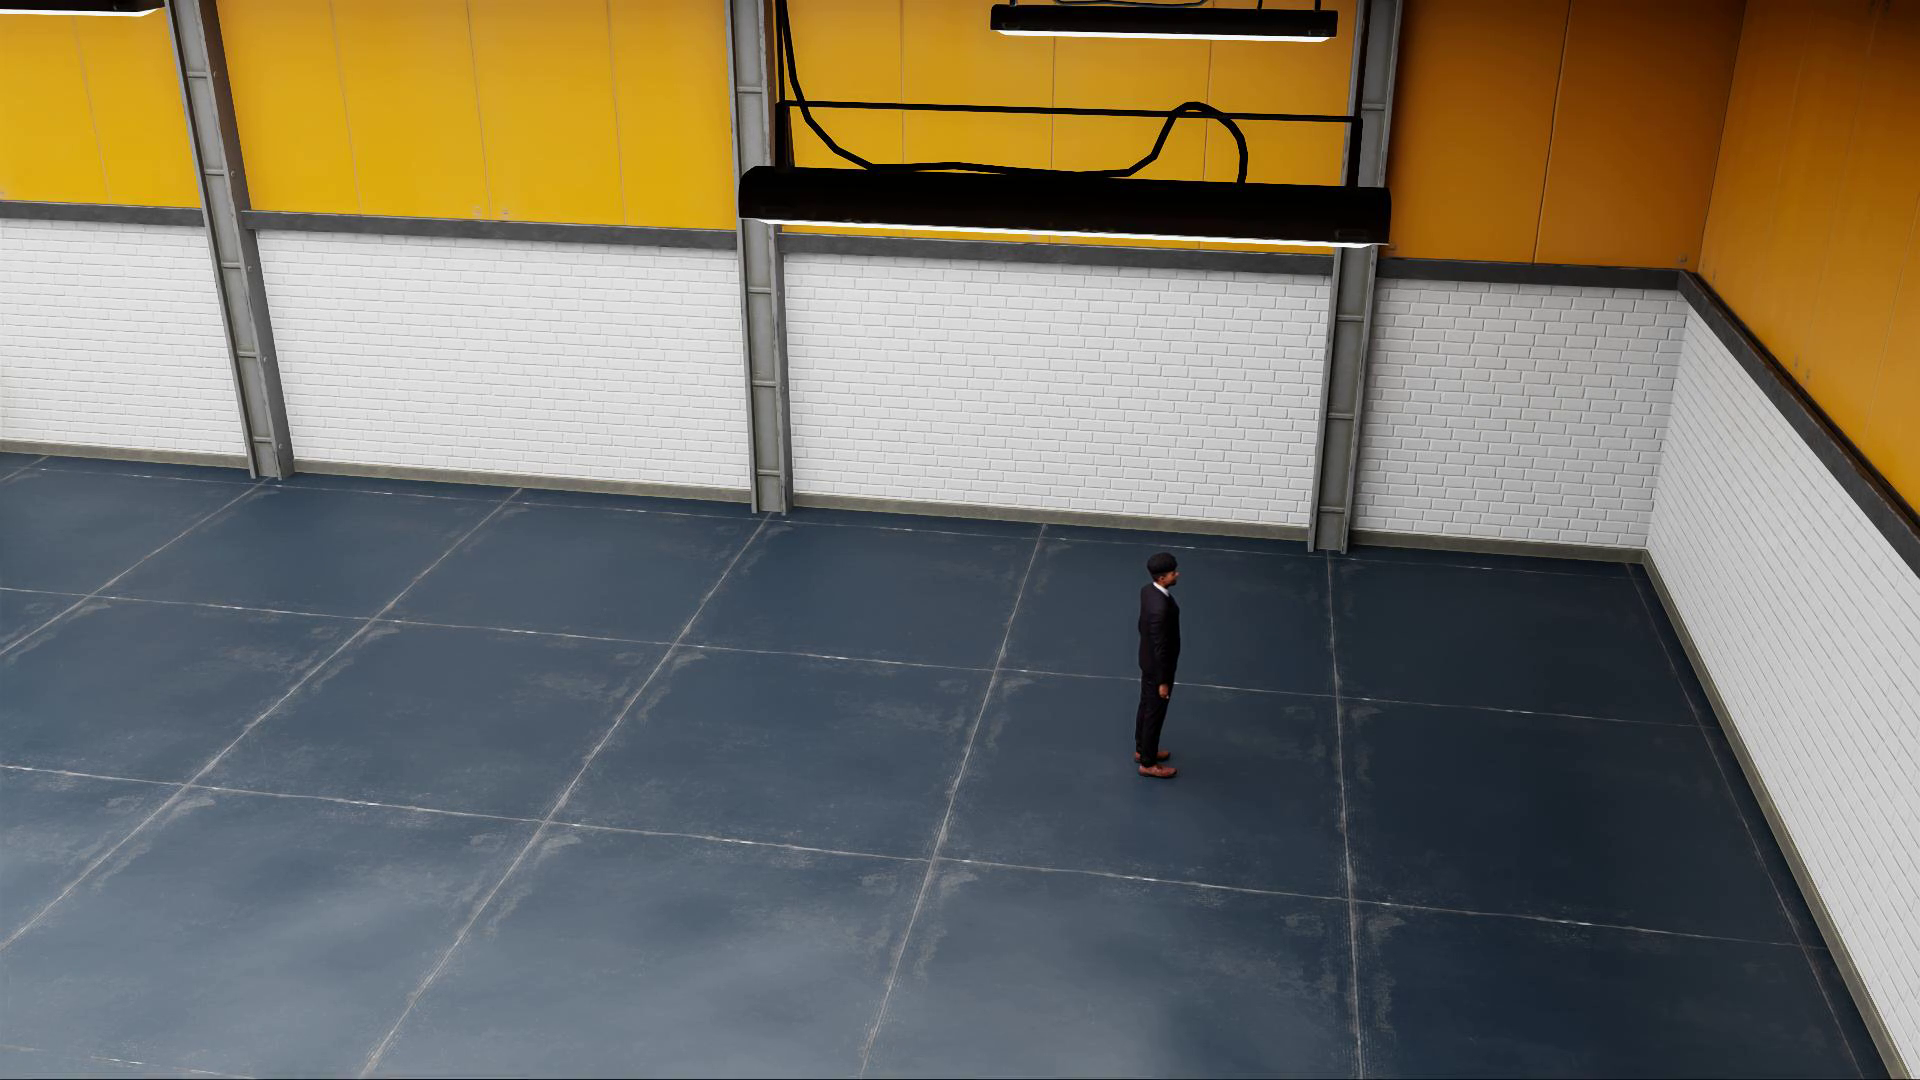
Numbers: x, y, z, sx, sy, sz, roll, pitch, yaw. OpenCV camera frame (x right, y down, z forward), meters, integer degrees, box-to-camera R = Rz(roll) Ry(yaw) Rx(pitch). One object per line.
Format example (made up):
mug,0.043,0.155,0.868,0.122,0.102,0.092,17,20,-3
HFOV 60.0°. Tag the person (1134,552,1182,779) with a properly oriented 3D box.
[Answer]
person,1.532,0.958,13.023,0.650,1.883,0.755,-2,24,-5
